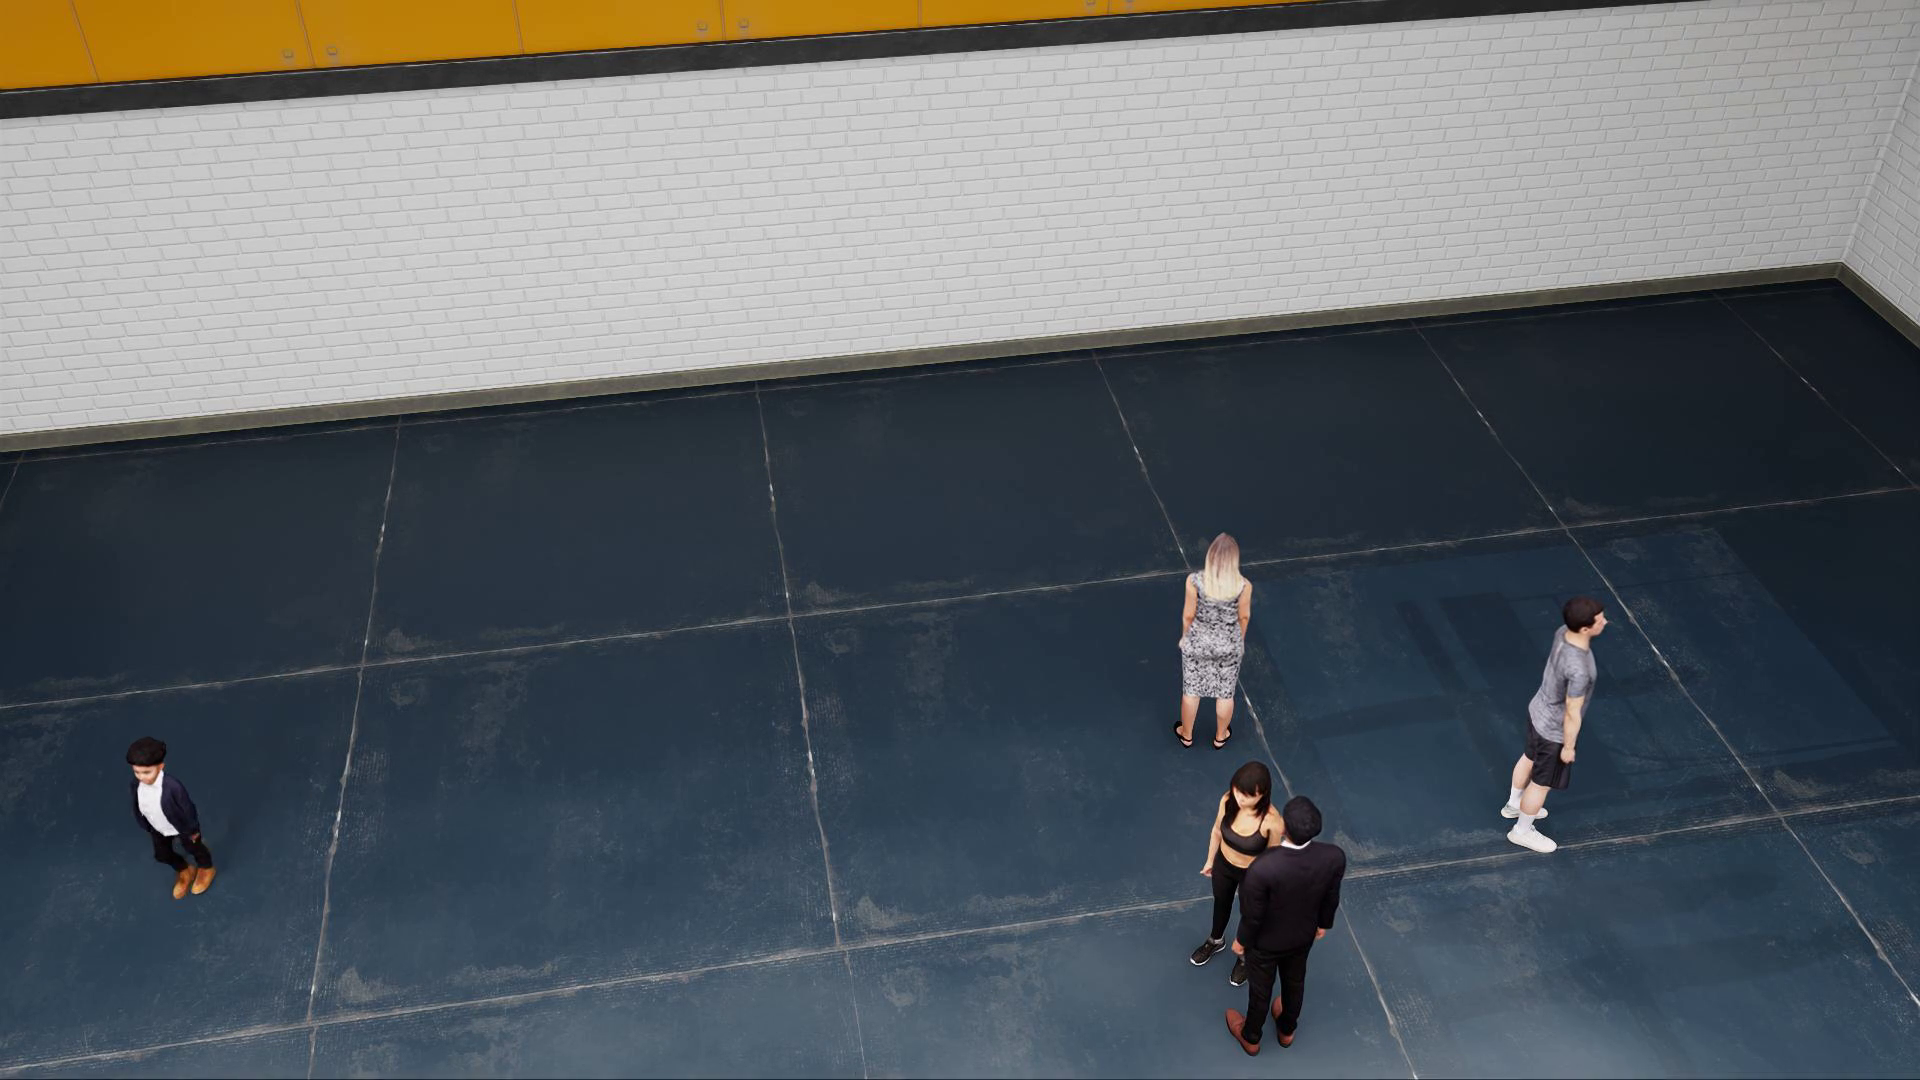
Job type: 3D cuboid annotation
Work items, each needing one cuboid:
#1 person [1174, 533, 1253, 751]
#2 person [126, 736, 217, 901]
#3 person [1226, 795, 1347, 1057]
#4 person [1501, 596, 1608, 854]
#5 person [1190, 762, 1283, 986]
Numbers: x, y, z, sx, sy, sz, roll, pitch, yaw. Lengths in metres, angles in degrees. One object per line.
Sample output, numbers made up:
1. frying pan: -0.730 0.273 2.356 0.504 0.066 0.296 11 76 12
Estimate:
1. person: 1.598 0.667 10.535 0.626 1.705 0.600 6 39 7
2. person: -4.611 1.587 9.776 0.574 1.215 0.590 7 39 8
3. person: 1.685 2.030 8.686 0.711 1.884 0.568 -10 40 -12
4. person: 3.532 1.067 9.902 0.775 1.871 0.600 4 39 5
5. person: 1.557 1.810 9.154 0.629 1.642 0.694 25 45 28
